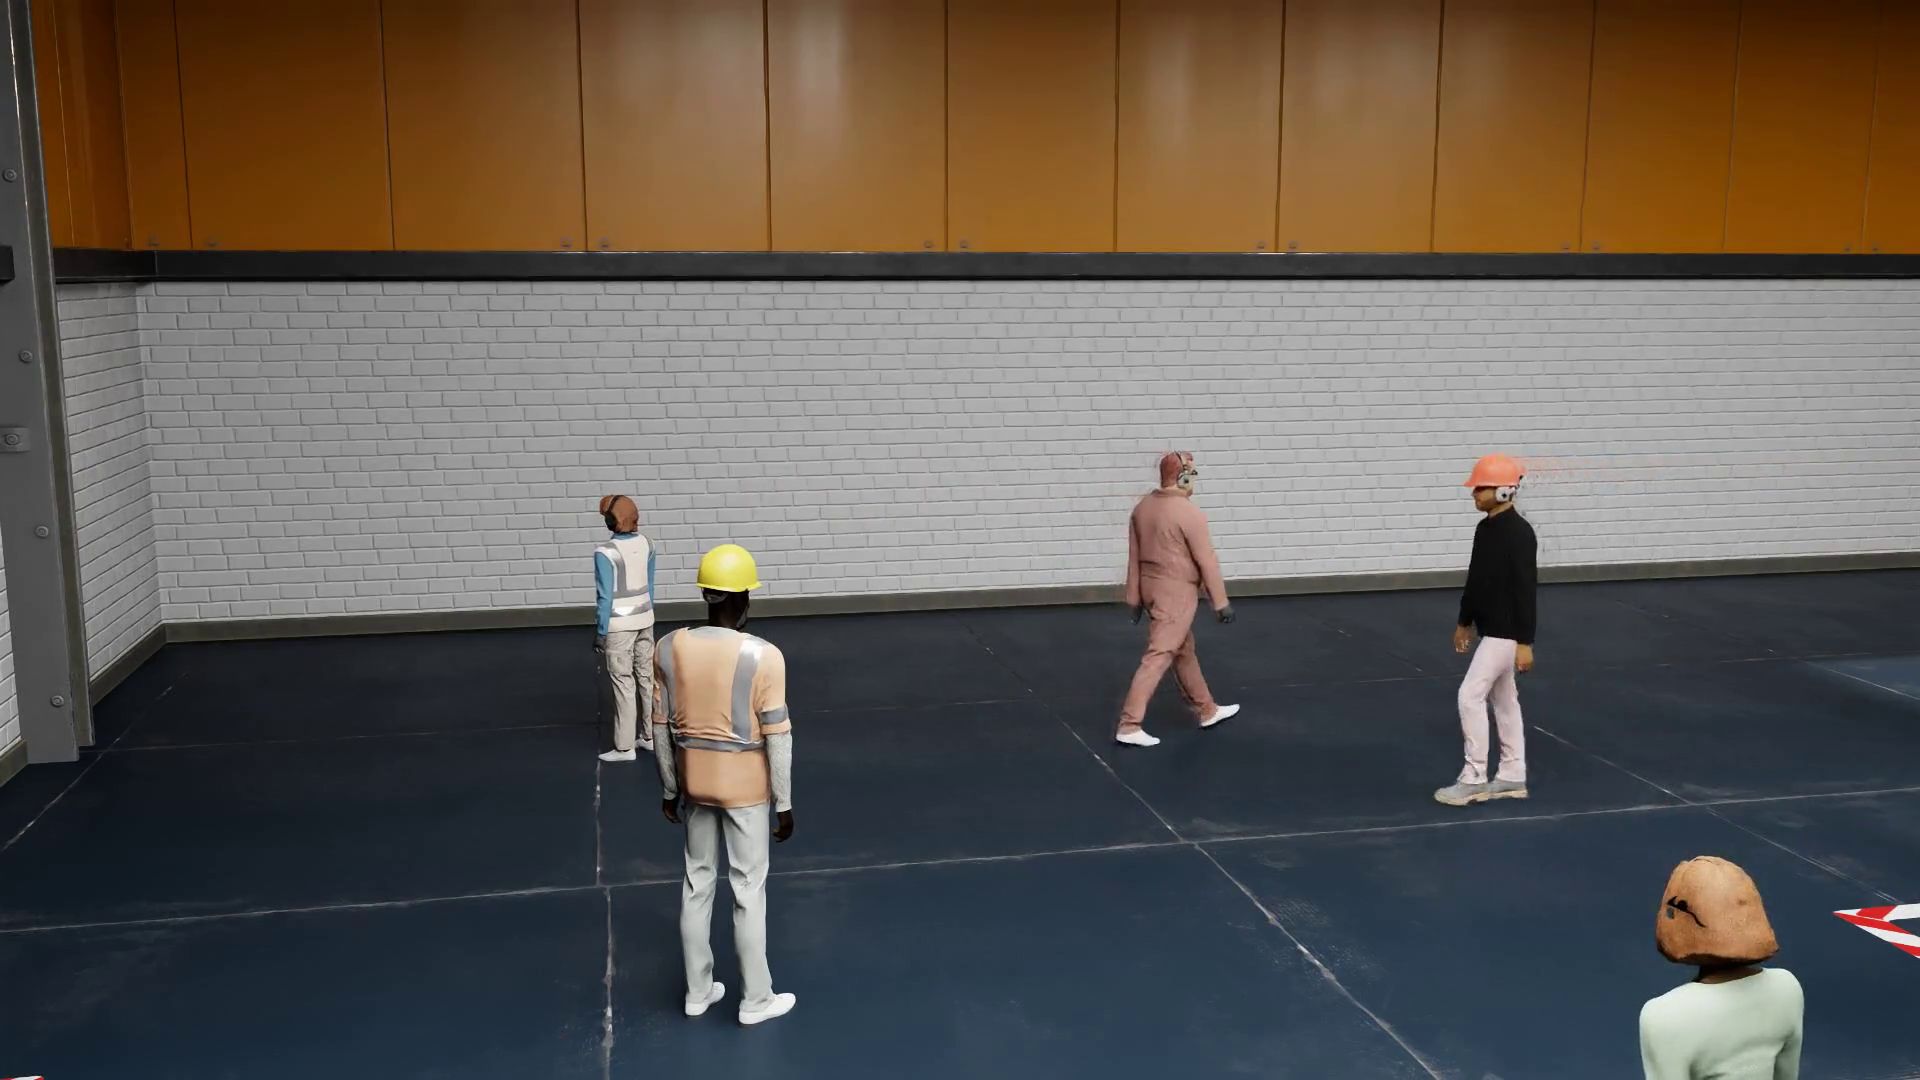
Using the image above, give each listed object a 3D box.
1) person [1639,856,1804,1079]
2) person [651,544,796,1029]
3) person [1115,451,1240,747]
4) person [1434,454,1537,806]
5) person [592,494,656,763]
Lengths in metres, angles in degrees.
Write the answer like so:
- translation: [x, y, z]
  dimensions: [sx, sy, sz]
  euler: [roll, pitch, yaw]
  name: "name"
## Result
- translation: [1.769, 1.551, 3.963]
  dimensions: [0.507, 1.631, 0.273]
  euler: [-5, 10, -26]
  name: "person"
- translation: [-0.923, 0.971, 6.605]
  dimensions: [0.595, 1.925, 0.374]
  euler: [4, 10, 22]
  name: "person"
- translation: [1.384, 0.368, 10.513]
  dimensions: [1.013, 1.851, 0.637]
  euler: [-4, 10, -24]
  name: "person"
- translation: [2.906, 0.502, 9.304]
  dimensions: [0.726, 1.968, 0.664]
  euler: [0, 9, -1]
  name: "person"
- translation: [-2.034, 0.536, 10.124]
  dimensions: [0.312, 1.642, 0.512]
  euler: [5, 11, 28]
  name: "person"
